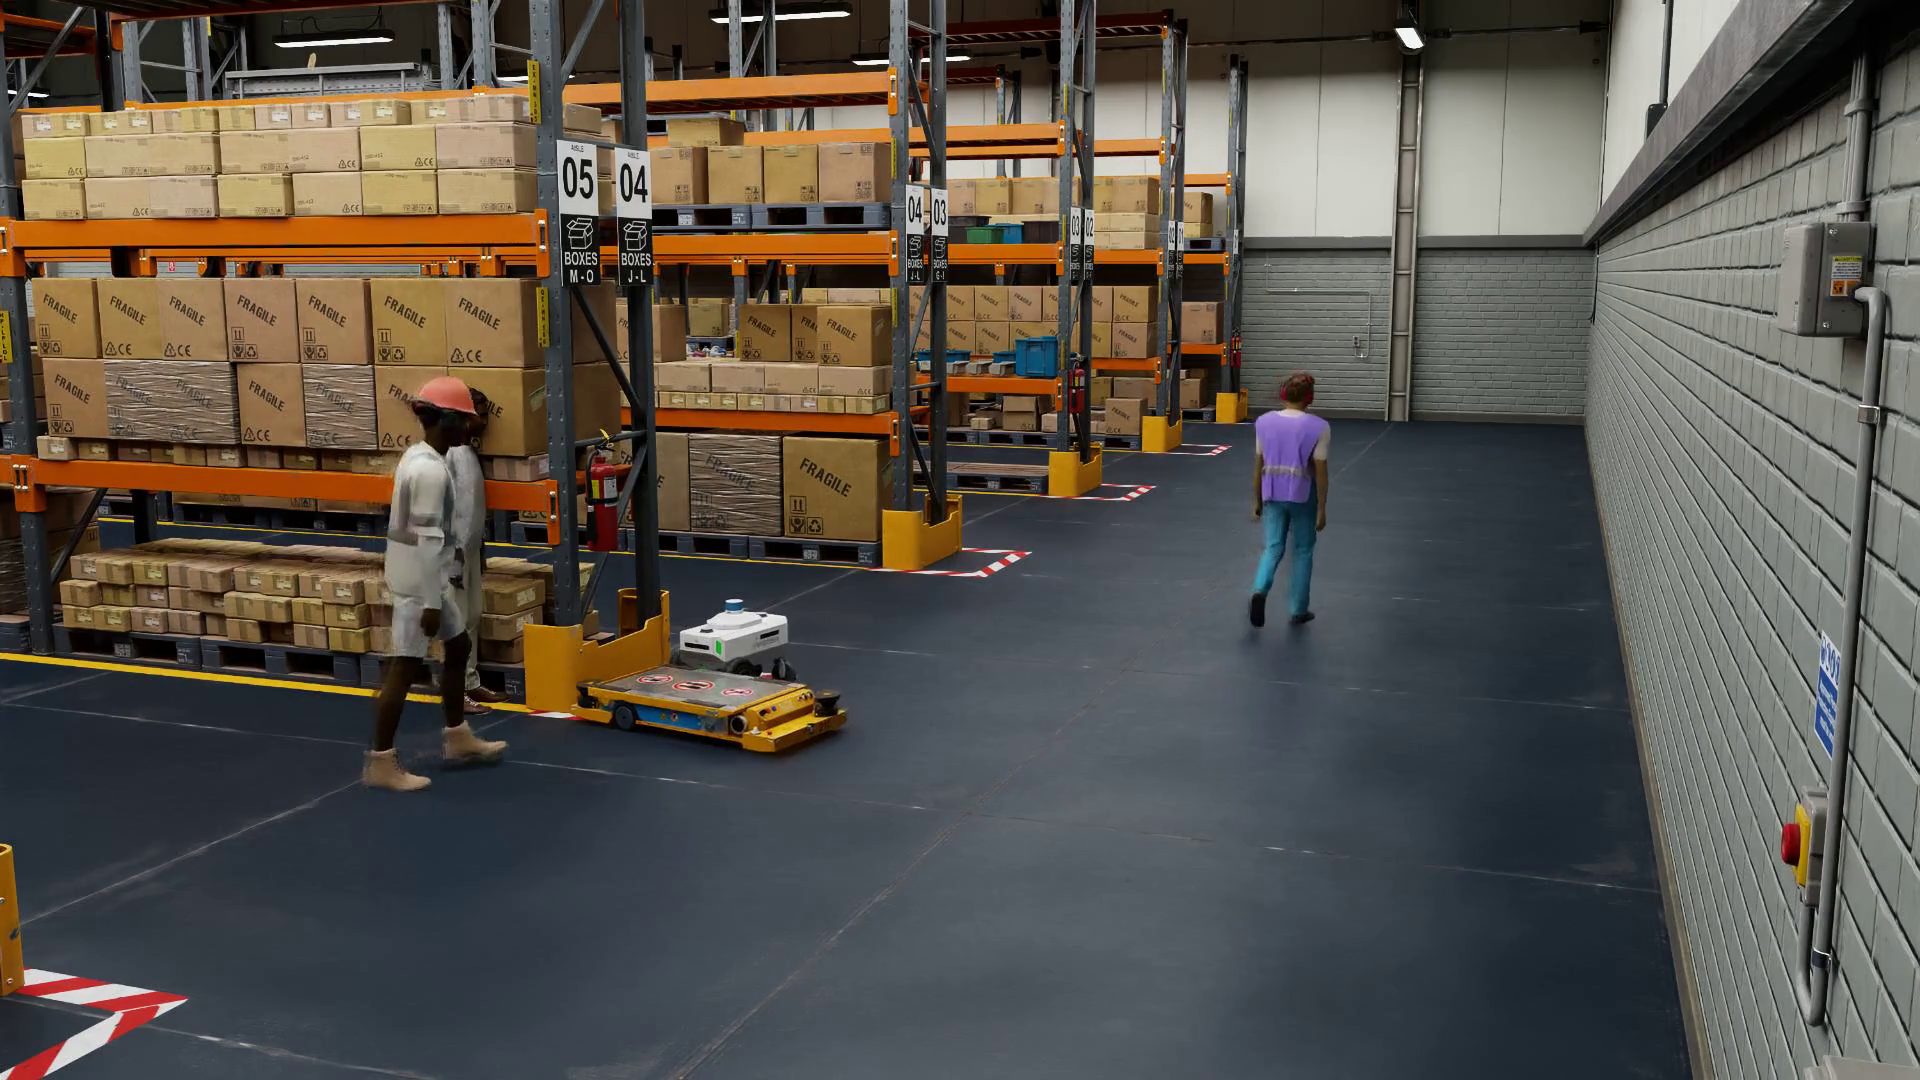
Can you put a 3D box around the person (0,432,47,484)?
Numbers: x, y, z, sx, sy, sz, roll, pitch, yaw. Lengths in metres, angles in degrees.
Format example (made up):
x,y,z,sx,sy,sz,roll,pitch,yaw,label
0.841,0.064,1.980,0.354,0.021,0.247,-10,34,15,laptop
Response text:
x,y,z,sx,sy,sz,roll,pitch,yaw,label
-8.204,-0.793,14.415,0.389,1.990,0.625,7,11,36,person

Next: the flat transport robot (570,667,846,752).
x,y,z,sx,sy,sz,roll,pitch,yaw,label
-1.399,0.904,9.183,1.431,0.197,0.652,5,11,30,flat transport robot

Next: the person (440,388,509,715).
x,y,z,sx,sy,sz,roll,pitch,yaw,label
-2.816,0.066,9.487,0.333,1.860,0.509,1,9,3,person

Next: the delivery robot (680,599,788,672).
x,y,z,sx,sy,sz,roll,pitch,yaw,label
-1.342,0.597,9.925,0.477,0.478,0.707,6,11,30,delivery robot

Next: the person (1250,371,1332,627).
x,y,z,sx,sy,sz,roll,pitch,yaw,label
2.309,-0.273,11.706,0.579,1.822,0.717,6,11,33,person

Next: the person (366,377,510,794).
x,y,z,sx,sy,sz,roll,pitch,yaw,label
-2.582,0.207,8.167,0.813,1.995,0.724,-3,10,-21,person

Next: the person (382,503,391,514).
x,y,z,sx,sy,sz,roll,pitch,yaw,label
-4.013,-0.447,12.534,1.050,1.909,0.621,6,11,33,person
